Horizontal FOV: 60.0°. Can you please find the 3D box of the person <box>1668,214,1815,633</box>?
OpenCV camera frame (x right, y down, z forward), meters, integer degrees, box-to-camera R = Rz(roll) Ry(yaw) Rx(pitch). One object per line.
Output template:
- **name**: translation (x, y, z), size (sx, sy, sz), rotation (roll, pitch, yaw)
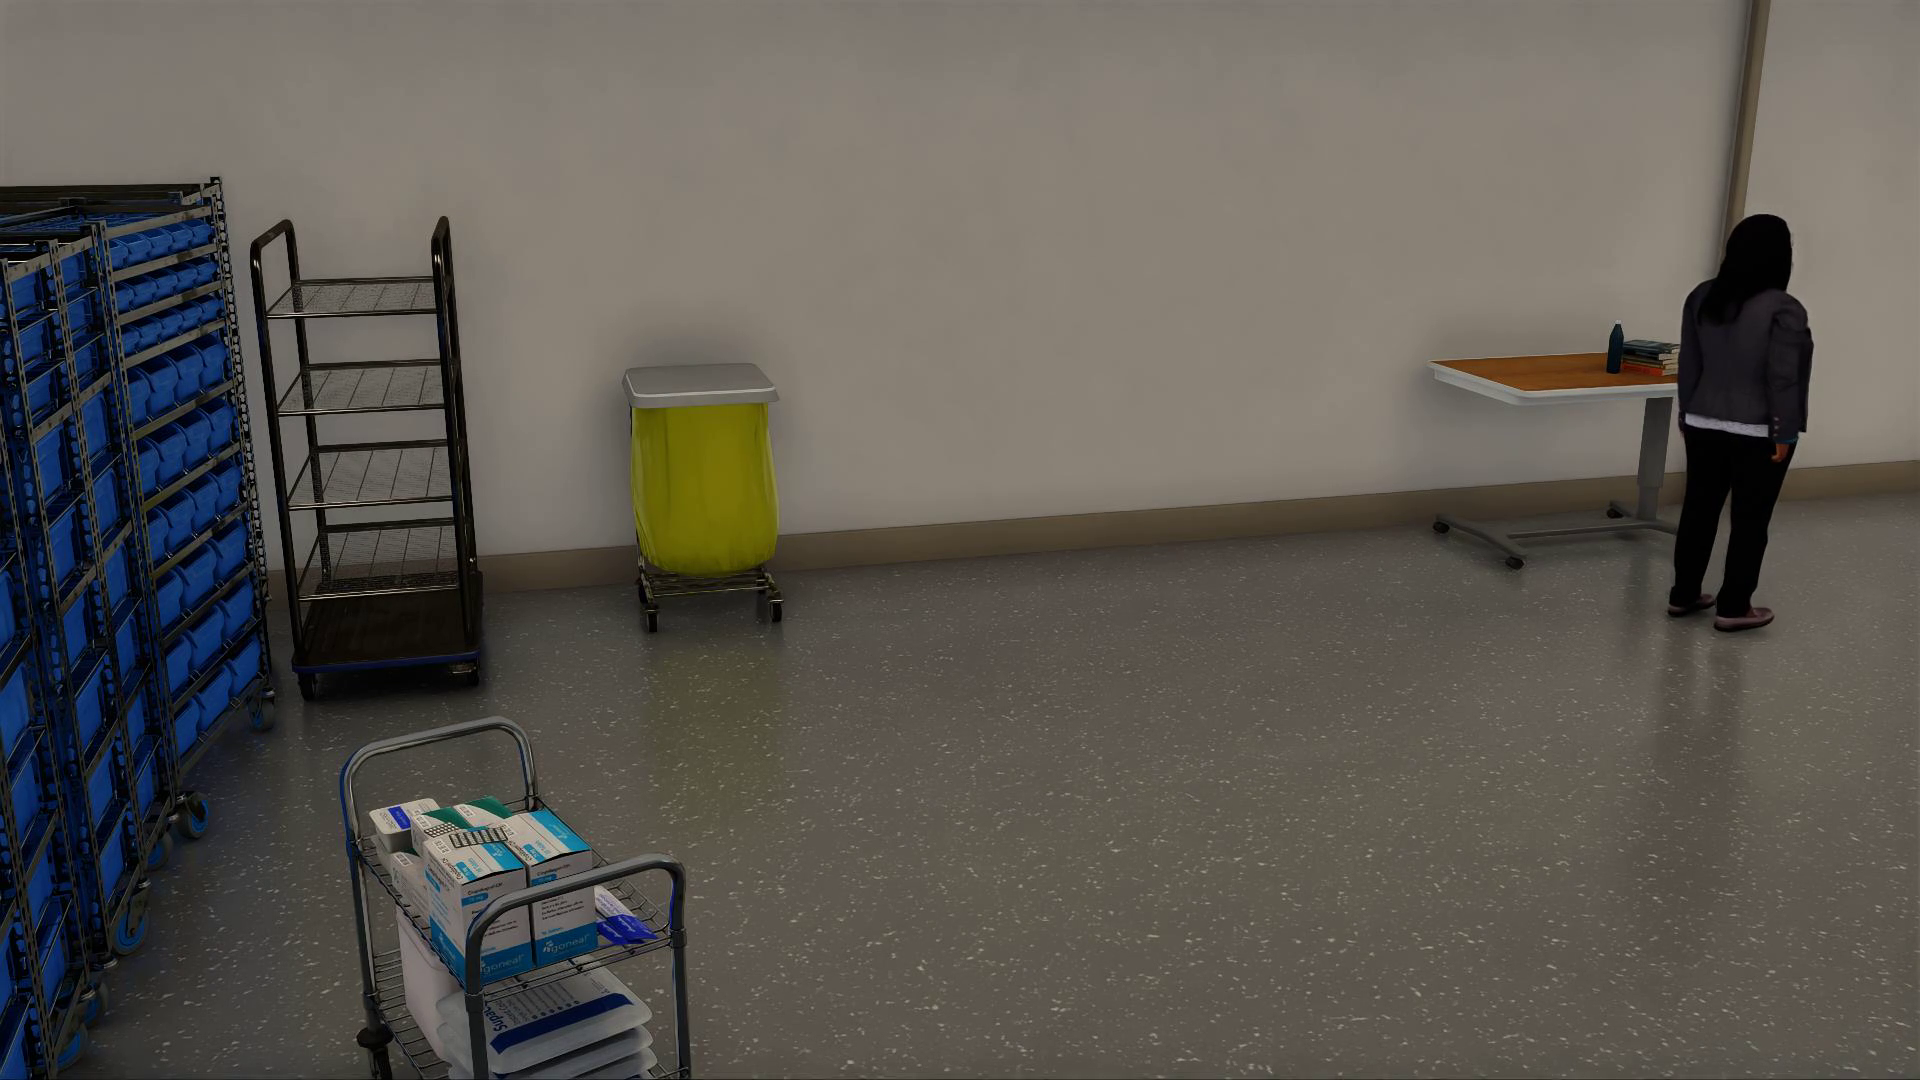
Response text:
- **person**: translation (2.998, -0.446, 6.411), size (0.732, 1.596, 0.733), rotation (-8, 18, -27)
